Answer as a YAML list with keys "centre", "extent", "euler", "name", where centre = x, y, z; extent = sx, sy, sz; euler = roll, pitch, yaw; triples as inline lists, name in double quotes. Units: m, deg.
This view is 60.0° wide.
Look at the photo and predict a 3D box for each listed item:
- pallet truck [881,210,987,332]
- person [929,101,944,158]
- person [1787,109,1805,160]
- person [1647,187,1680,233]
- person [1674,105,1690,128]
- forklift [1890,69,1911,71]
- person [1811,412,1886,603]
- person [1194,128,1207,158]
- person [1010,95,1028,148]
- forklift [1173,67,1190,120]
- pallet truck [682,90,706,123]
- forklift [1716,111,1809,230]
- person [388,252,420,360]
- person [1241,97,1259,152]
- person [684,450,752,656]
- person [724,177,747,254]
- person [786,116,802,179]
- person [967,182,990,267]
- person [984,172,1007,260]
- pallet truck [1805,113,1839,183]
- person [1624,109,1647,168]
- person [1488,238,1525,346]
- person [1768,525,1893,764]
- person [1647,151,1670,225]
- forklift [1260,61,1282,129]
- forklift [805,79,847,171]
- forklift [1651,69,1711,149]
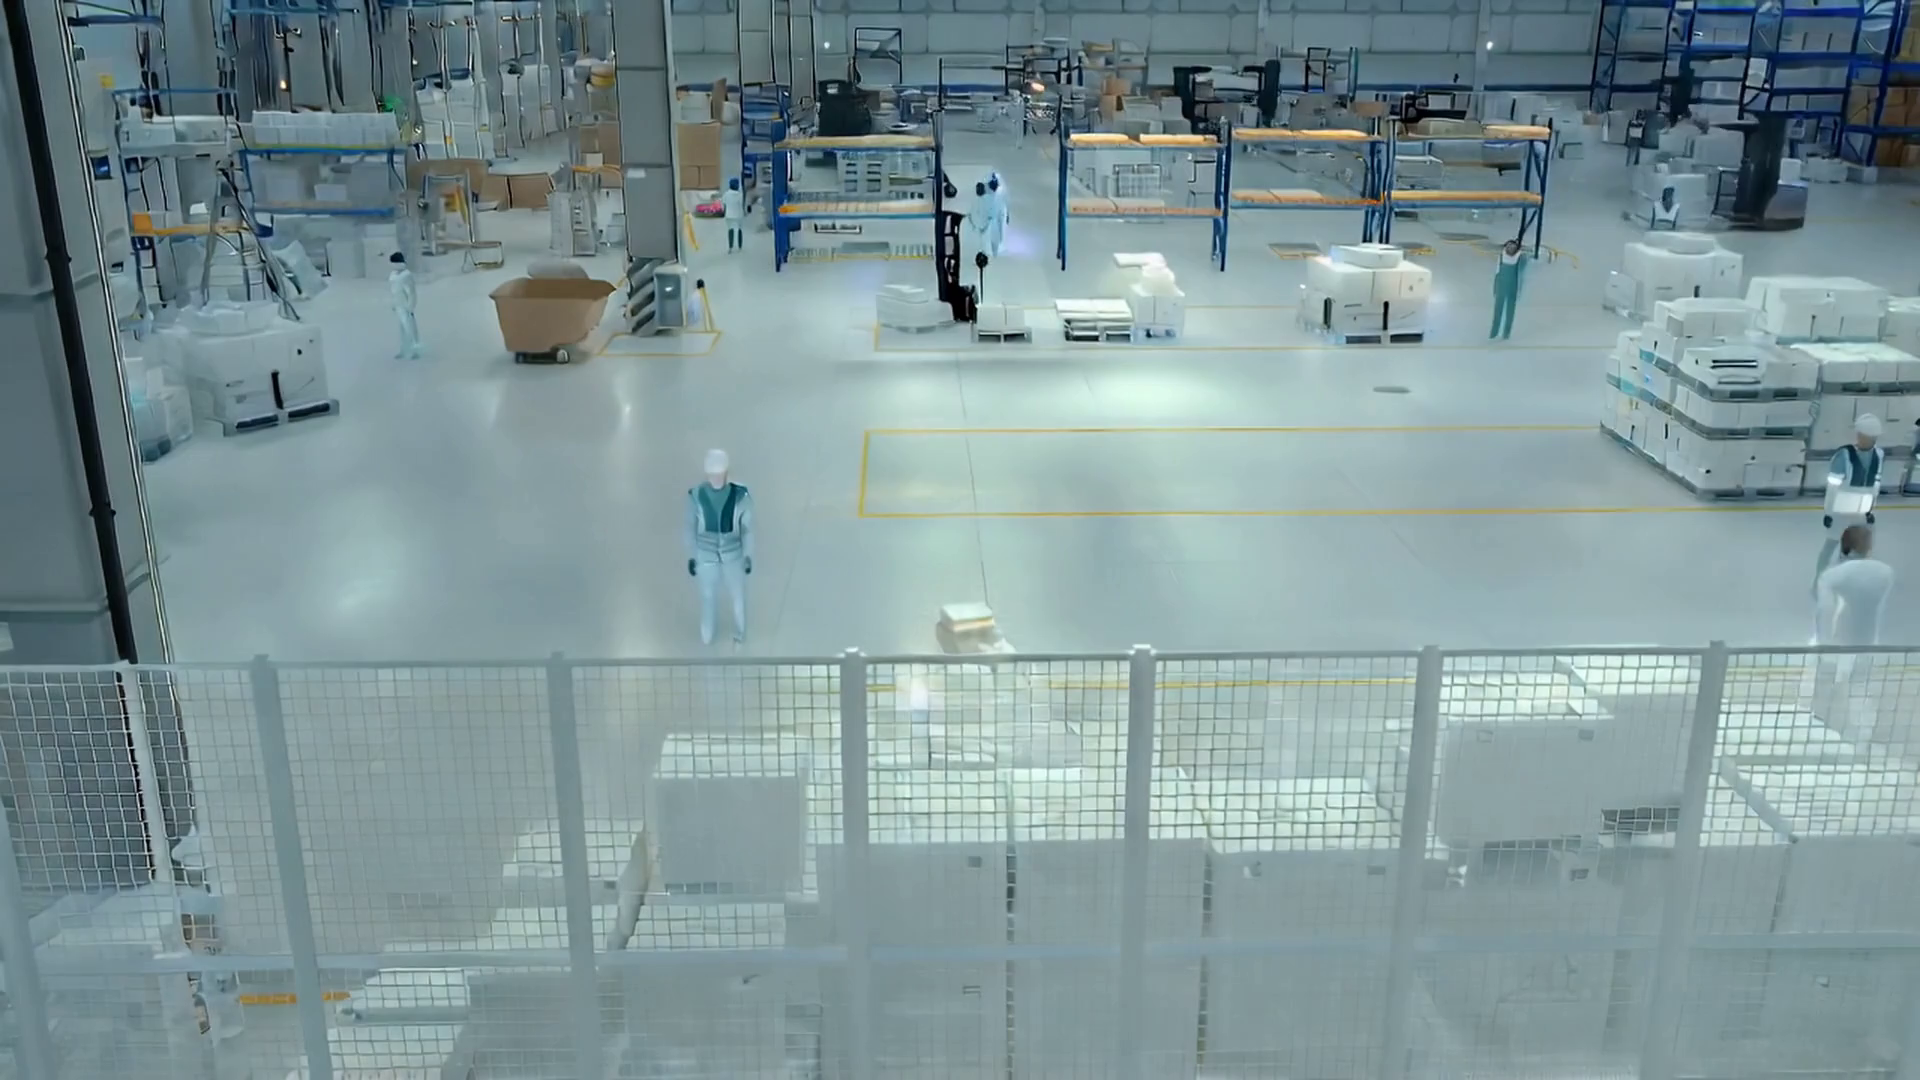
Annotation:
- centre: [-0.493, -4.759, 29.349]
  extent: [1.885, 1.965, 0.823]
  euler: [-13, 23, -34]
  name: "pallet truck"
- centre: [-0.828, -14.127, 57.241]
  extent: [0.555, 1.926, 0.396]
  euler: [8, 20, 21]
  name: "person"
- centre: [27.506, -13.277, 54.859]
  extent: [0.626, 1.843, 0.430]
  euler: [-13, 23, -34]
  name: "person"
- centre: [14.338, -6.199, 33.810]
  extent: [0.596, 1.881, 0.931]
  euler: [-2, 19, -6]
  name: "person"
- centre: [25.692, -14.651, 59.261]
  extent: [0.434, 1.620, 0.547]
  euler: [-15, 24, -37]
  name: "person"
- centre: [33.641, -15.539, 59.970]
  extent: [1.873, 2.768, 1.129]
  euler: [-1, 19, -2]
  name: "forklift"
- centre: [8.714, -0.310, 16.243]
  extent: [0.548, 1.937, 0.379]
  euler: [-2, 19, -6]
  name: "person"
- centre: [7.240, -11.645, 50.374]
  extent: [0.514, 1.611, 0.733]
  euler: [1, 19, 4]
  name: "person"
- centre: [2.175, -15.323, 60.861]
  extent: [0.638, 1.894, 0.700]
  euler: [-10, 21, -26]
  name: "person"
- centre: [8.060, -15.894, 61.021]
  extent: [1.873, 2.768, 1.129]
  euler: [-4, 19, -11]
  name: "forklift"
- centre: [-9.671, -15.907, 62.421]
  extent: [0.823, 1.965, 1.885]
  euler: [5, 19, 15]
  name: "pallet truck"
- centre: [19.730, -9.053, 40.727]
  extent: [1.873, 2.768, 1.129]
  euler: [-1, 19, -2]
  name: "forklift"
- centre: [-8.986, -3.770, 26.802]
  extent: [0.493, 1.746, 0.282]
  euler: [6, 20, 18]
  name: "person"
- centre: [10.296, -14.766, 59.128]
  extent: [0.635, 1.937, 0.352]
  euler: [2, 19, 7]
  name: "person"
- centre: [-2.160, 0.127, 14.931]
  extent: [0.603, 1.949, 0.384]
  euler: [-4, 19, -11]
  name: "person"
- centre: [-5.029, -7.261, 37.229]
  extent: [0.539, 1.698, 0.318]
  euler: [10, 21, 28]
  name: "person"
- centre: [-5.166, -12.052, 51.162]
  extent: [0.633, 1.890, 0.402]
  euler: [2, 19, 5]
  name: "person"
- centre: [0.399, -6.732, 35.502]
  extent: [0.438, 1.814, 0.672]
  euler: [-9, 21, -25]
  name: "person"
- centre: [0.755, -7.104, 36.441]
  extent: [0.609, 1.903, 0.458]
  euler: [-5, 19, -16]
  name: "person"
- centre: [26.403, -11.957, 50.702]
  extent: [0.823, 1.965, 1.885]
  euler: [6, 19, 16]
  name: "pallet truck"
- centre: [22.012, -13.079, 54.175]
  extent: [0.592, 1.910, 0.387]
  euler: [12, 22, 32]
  name: "person"
- centre: [9.135, -4.140, 27.831]
  extent: [0.510, 1.794, 0.960]
  euler: [9, 21, 24]
  name: "person"
- centre: [6.928, 0.777, 13.105]
  extent: [0.638, 1.885, 1.027]
  euler: [-2, 19, -7]
  name: "person"
- centre: [17.425, -8.720, 41.306]
  extent: [0.652, 1.858, 0.604]
  euler: [-4, 19, -12]
  name: "person"
- centre: [12.259, -17.516, 65.833]
  extent: [1.873, 2.768, 1.129]
  euler: [-1, 19, -1]
  name: "forklift"
- centre: [-4.097, -13.405, 53.639]
  extent: [1.129, 2.768, 1.873]
  euler: [-17, 25, -40]
  name: "forklift"
- centre: [26.017, -15.503, 59.863]
  extent: [1.873, 2.768, 1.129]
  euler: [5, 19, 14]
  name: "forklift"
